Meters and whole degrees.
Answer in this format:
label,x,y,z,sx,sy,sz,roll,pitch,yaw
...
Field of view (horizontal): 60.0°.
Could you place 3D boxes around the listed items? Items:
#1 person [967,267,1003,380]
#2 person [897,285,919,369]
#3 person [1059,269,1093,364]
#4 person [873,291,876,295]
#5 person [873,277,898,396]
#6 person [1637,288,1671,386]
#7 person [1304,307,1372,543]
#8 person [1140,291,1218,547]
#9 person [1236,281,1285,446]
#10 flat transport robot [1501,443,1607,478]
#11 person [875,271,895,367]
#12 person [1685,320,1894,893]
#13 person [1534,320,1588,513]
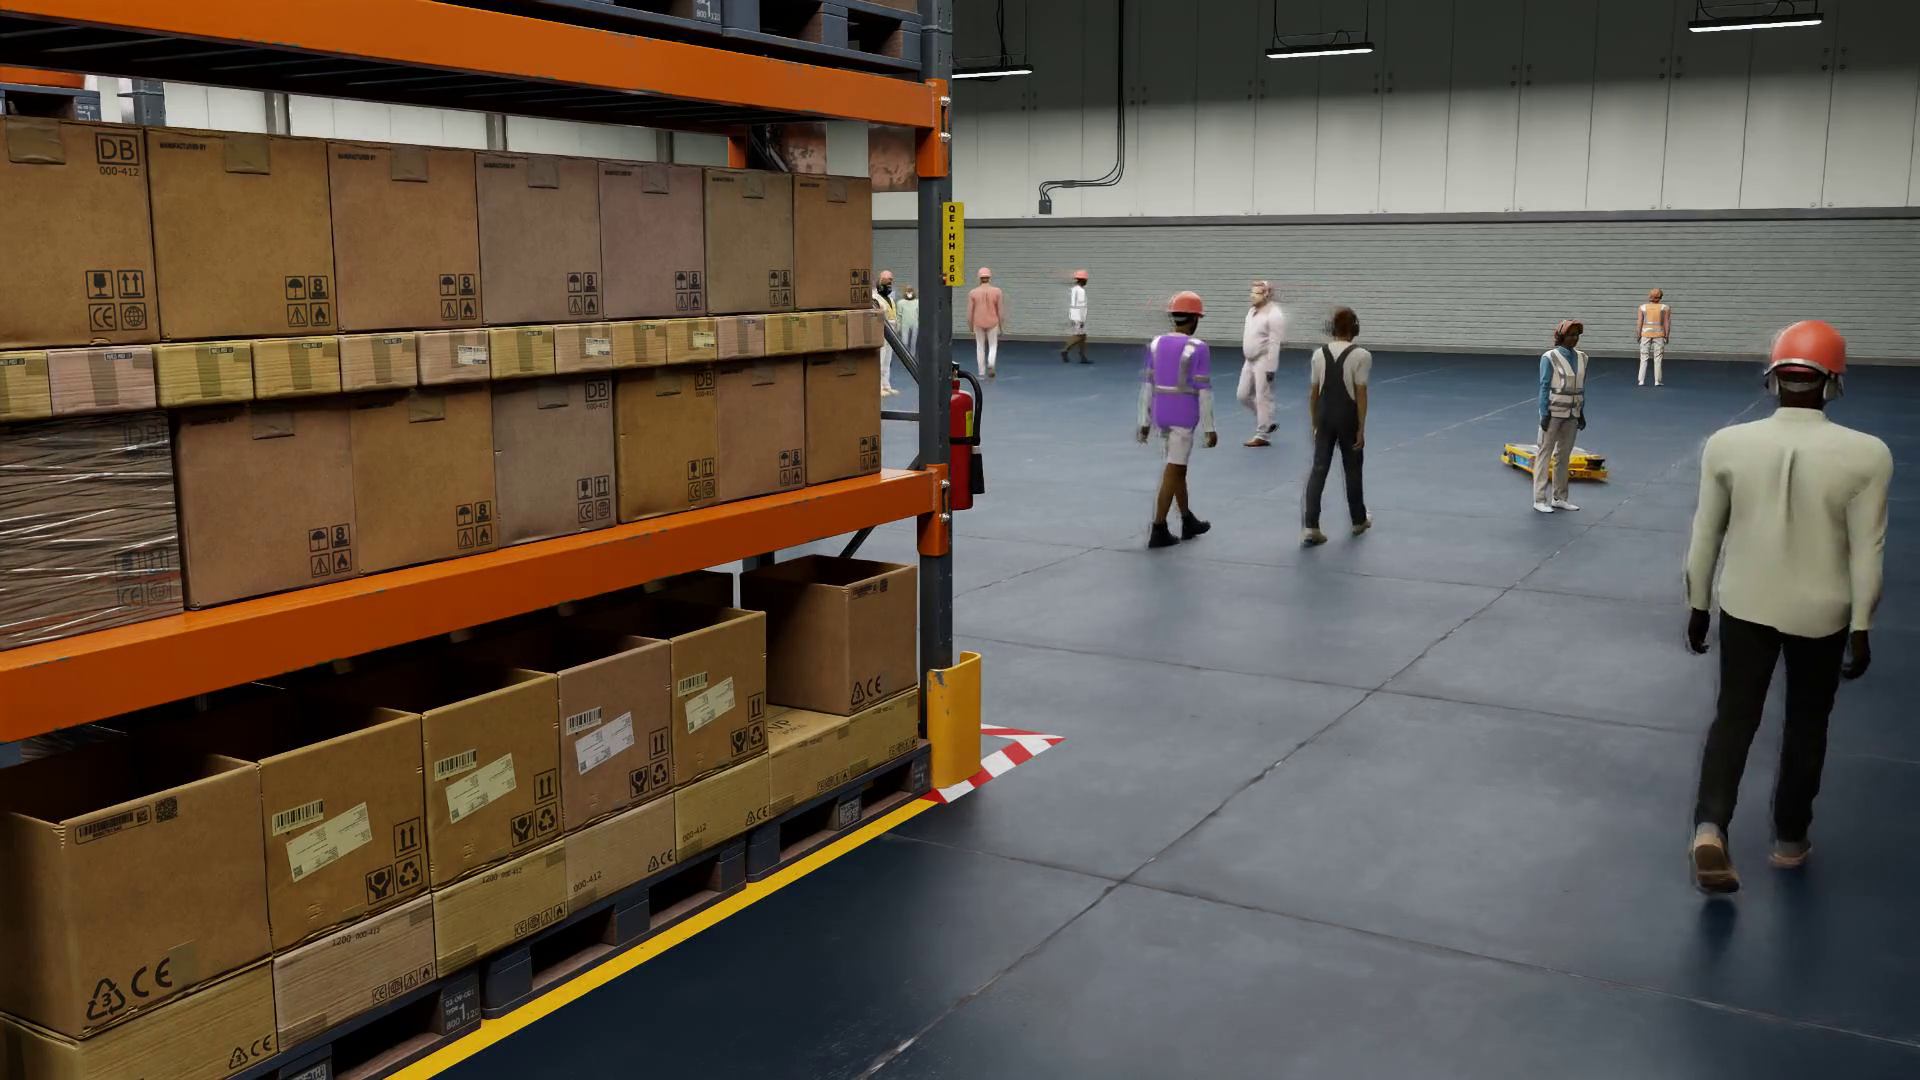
label,x,y,z,sx,sy,sz,roll,pitch,yaw
person,0.444,-3.798,29.247,0.642,1.980,0.470,0,10,0
person,-0.939,-4.056,31.831,0.503,1.613,0.663,-1,10,-7
person,2.348,-4.479,33.443,0.642,1.920,0.545,-2,10,-10
person,-1.737,-3.848,29.836,0.642,1.880,0.868,8,12,38
person,-1.185,-3.180,26.034,0.429,1.846,0.625,4,11,24
person,11.615,-3.393,27.875,0.522,1.639,0.306,5,11,29
person,2.901,-0.882,12.744,0.524,1.790,1.026,7,12,37
person,1.732,-0.913,12.565,0.871,1.902,0.582,-8,13,-40
person,3.422,-2.011,19.032,0.417,1.893,0.671,-4,10,-20
flat transport robot,5.962,-0.809,16.745,0.652,0.197,1.431,1,10,4
person,-1.497,-4.263,32.299,0.713,1.892,0.618,-8,12,-39
person,2.800,0.234,5.703,0.622,1.968,0.895,7,12,36
person,5.128,-1.054,14.181,0.515,1.641,0.314,-5,11,-26
